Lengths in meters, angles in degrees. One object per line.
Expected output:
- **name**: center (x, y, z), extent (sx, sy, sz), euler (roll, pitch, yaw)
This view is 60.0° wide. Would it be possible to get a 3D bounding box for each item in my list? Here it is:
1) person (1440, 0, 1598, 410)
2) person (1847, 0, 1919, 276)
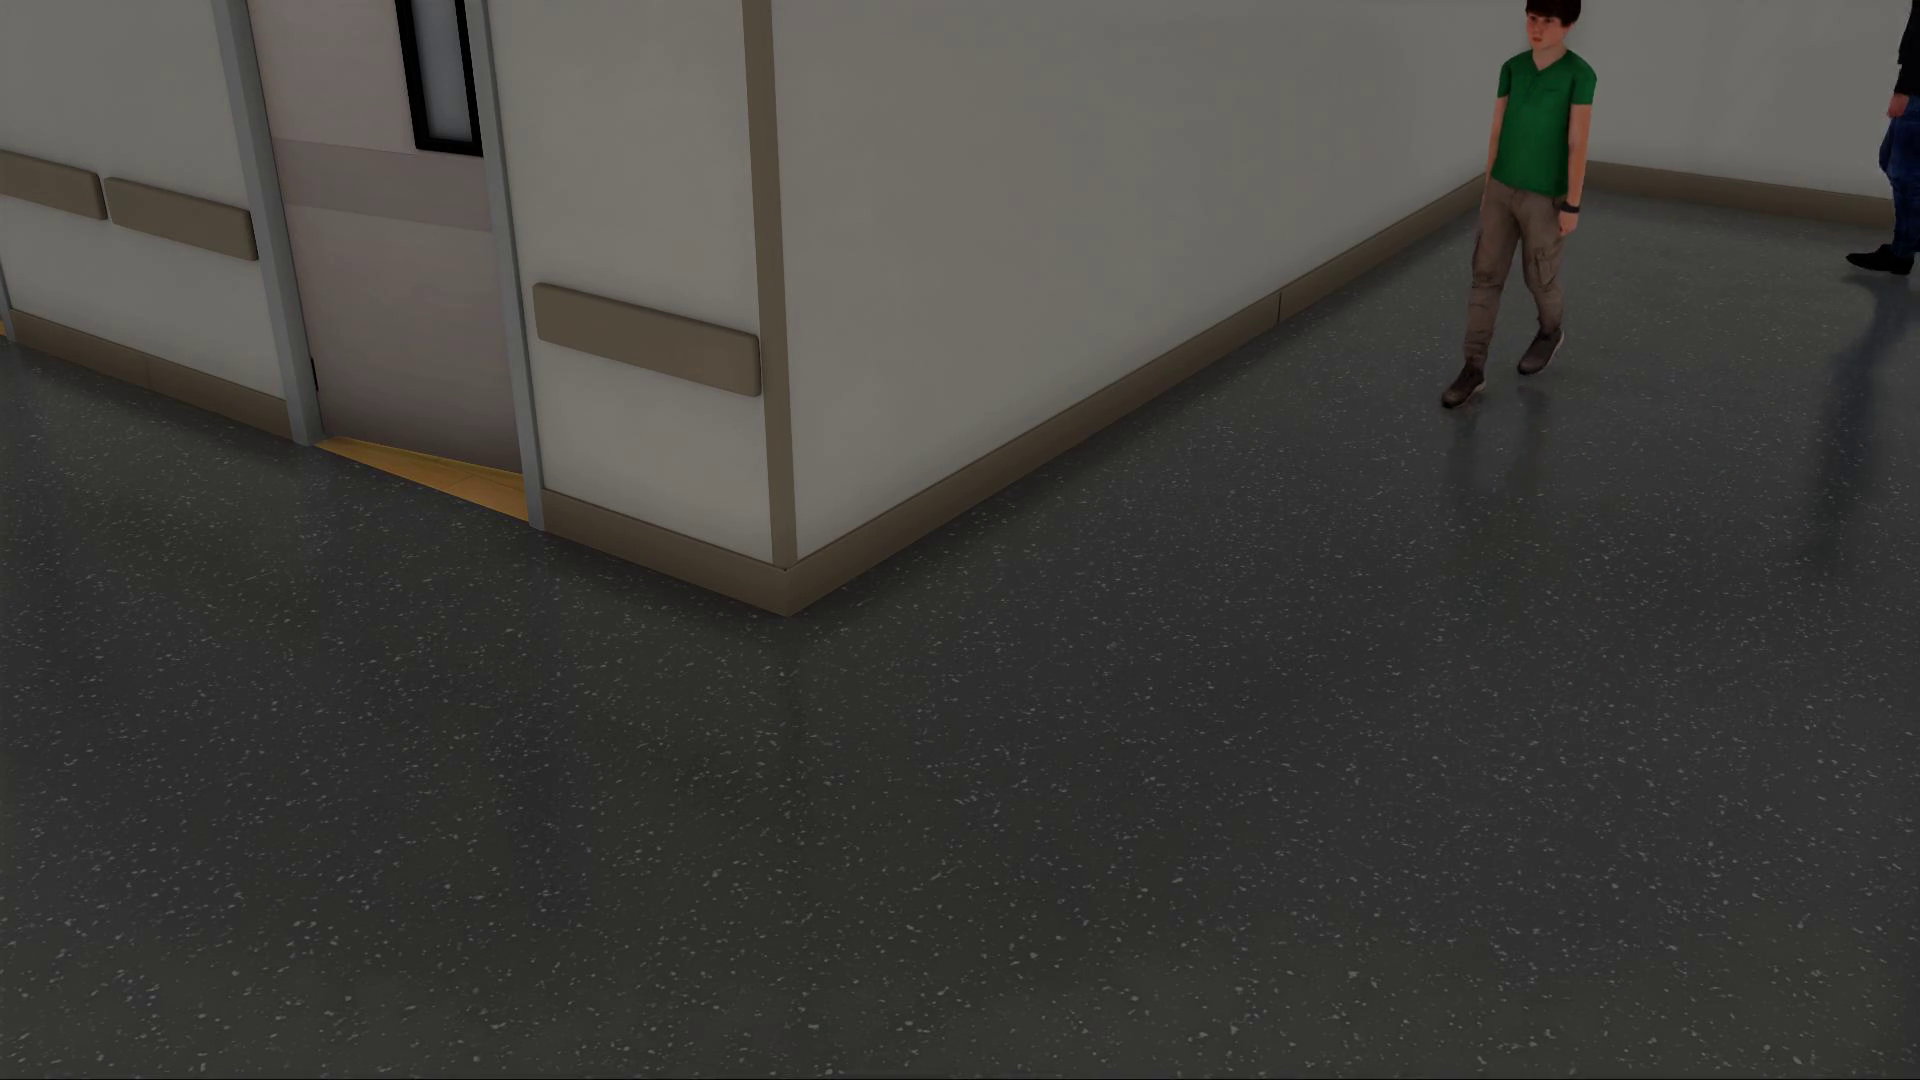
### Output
- **person**: center (2.333, -1.394, 6.668), extent (1.064, 1.642, 0.727), euler (-23, 34, -39)
- **person**: center (4.757, -2.182, 8.056), extent (0.557, 1.856, 0.779), euler (-21, 33, -37)
